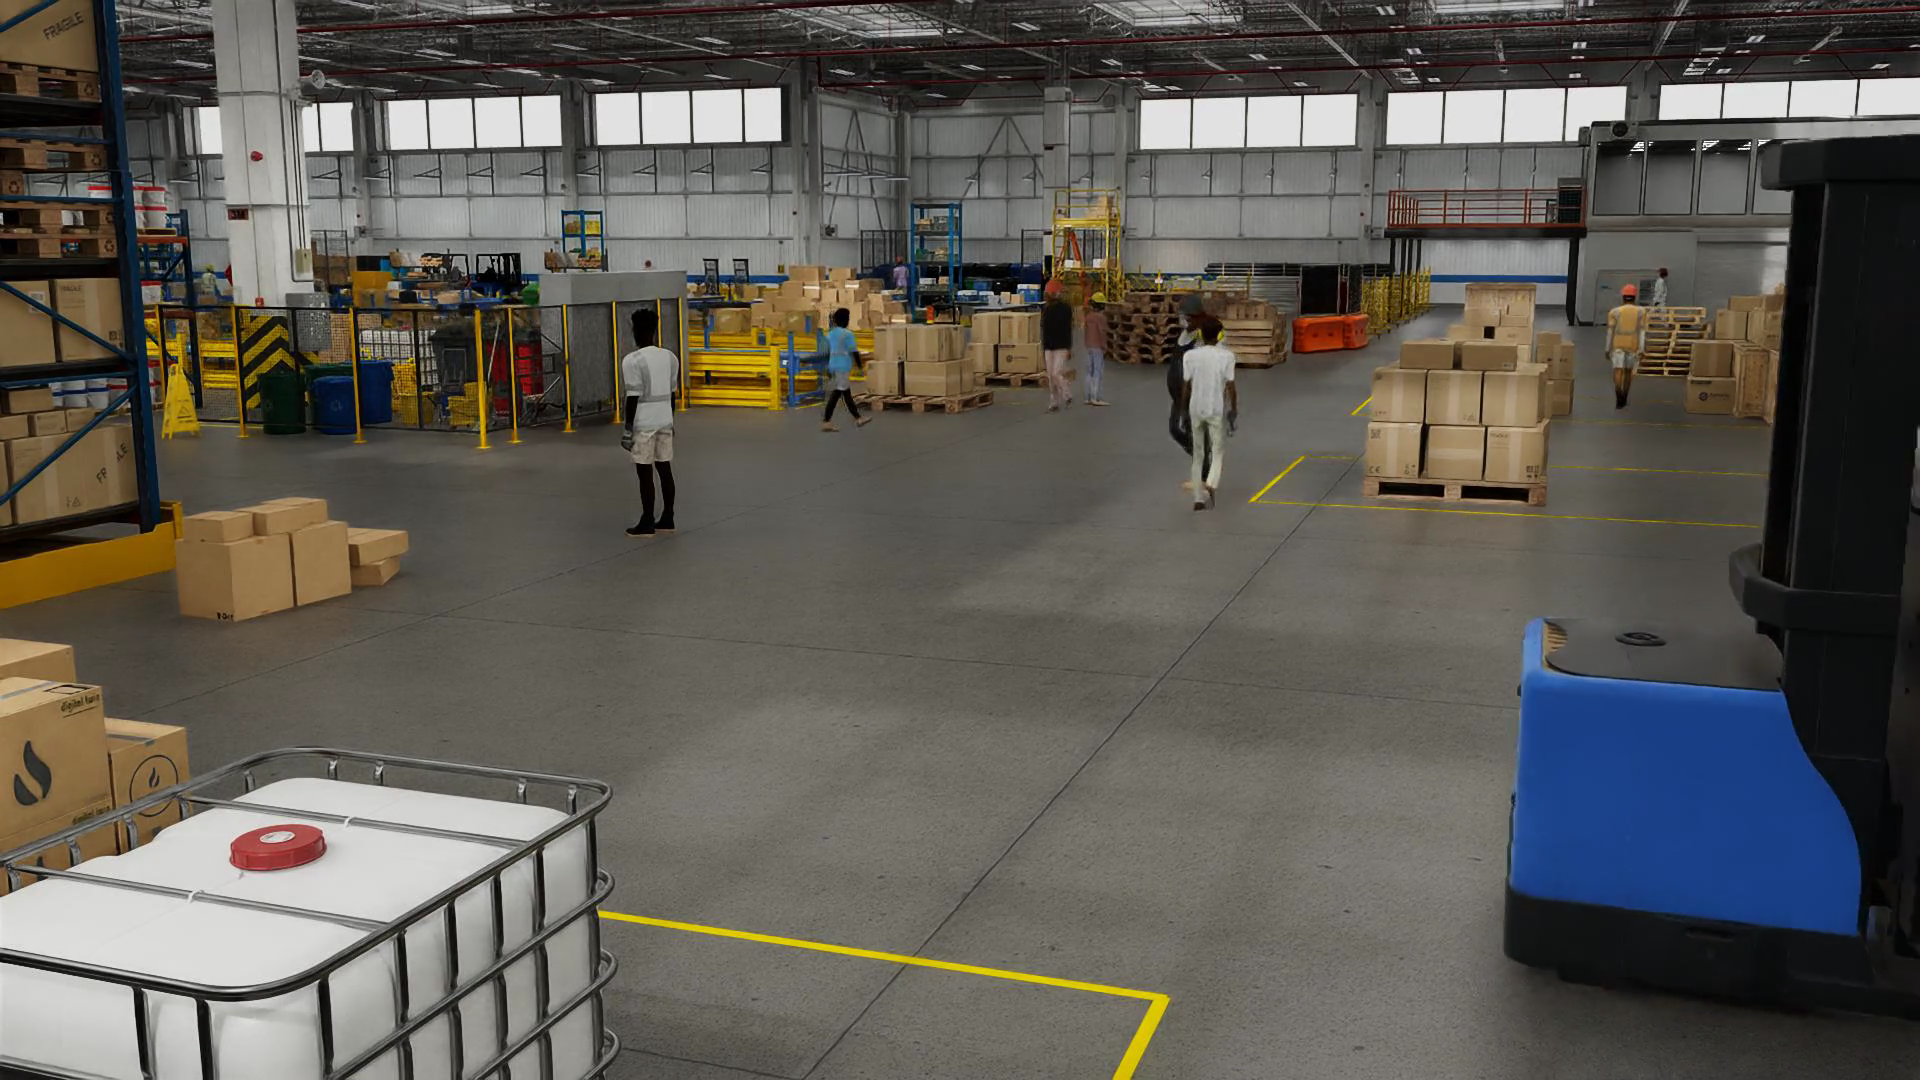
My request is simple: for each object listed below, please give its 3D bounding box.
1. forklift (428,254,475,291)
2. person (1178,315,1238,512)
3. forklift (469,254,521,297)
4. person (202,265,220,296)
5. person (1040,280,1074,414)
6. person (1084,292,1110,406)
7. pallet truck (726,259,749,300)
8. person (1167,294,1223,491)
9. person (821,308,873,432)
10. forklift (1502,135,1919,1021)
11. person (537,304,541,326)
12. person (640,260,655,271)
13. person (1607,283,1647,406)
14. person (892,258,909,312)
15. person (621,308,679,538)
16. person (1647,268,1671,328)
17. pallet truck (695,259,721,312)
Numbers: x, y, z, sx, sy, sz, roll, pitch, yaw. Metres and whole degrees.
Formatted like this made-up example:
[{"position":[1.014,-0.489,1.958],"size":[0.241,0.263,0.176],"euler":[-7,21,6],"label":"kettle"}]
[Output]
[{"position":[-20.133,-10.254,65.465],"size":[1.157,1.987,2.680],"euler":[3,11,19],"label":"forklift"},{"position":[2.311,-1.168,15.557],"size":[0.574,1.849,0.432],"euler":[3,10,15],"label":"person"},{"position":[-17.990,-10.121,64.684],"size":[1.157,1.987,2.680],"euler":[3,11,17],"label":"forklift"},{"position":[-26.779,-8.949,59.562],"size":[0.623,1.777,0.941],"euler":[4,11,23],"label":"person"},{"position":[1.402,-2.851,24.660],"size":[0.432,1.977,0.656],"euler":[-8,13,-37],"label":"person"},{"position":[2.145,-2.982,26.005],"size":[0.317,1.767,0.534],"euler":[-5,11,-28],"label":"person"},{"position":[-7.986,-9.493,62.019],"size":[0.823,1.965,1.885],"euler":[3,11,17],"label":"pallet truck"},{"position":[2.379,-1.518,16.987],"size":[0.540,2.000,0.711],"euler":[-4,11,-23],"label":"person"},{"position":[-1.539,-2.290,22.409],"size":[0.912,1.643,0.537],"euler":[-7,12,-35],"label":"person"},{"position":[2.897,0.082,5.610],"size":[1.873,2.768,1.129],"euler":[3,11,19],"label":"forklift"},{"position":[-7.529,-3.778,30.513],"size":[0.411,1.750,0.543],"euler":[4,11,23],"label":"person"},{"position":[-11.896,-9.730,63.608],"size":[0.639,1.911,0.402],"euler":[1,10,6],"label":"person"},{"position":[10.269,-2.994,25.649],"size":[0.542,1.919,0.805],"euler":[3,11,18],"label":"person"},{"position":[-2.224,-9.546,62.354],"size":[0.681,2.000,0.457],"euler":[-6,12,-31],"label":"person"},{"position":[-2.669,-0.999,14.274],"size":[0.366,1.965,0.607],"euler":[6,12,31],"label":"person"},{"position":[20.409,-7.027,48.611],"size":[0.982,1.843,0.575],"euler":[3,11,17],"label":"person"},{"position":[-9.165,-9.627,62.776],"size":[0.823,1.965,1.885],"euler":[4,11,23],"label":"pallet truck"}]
